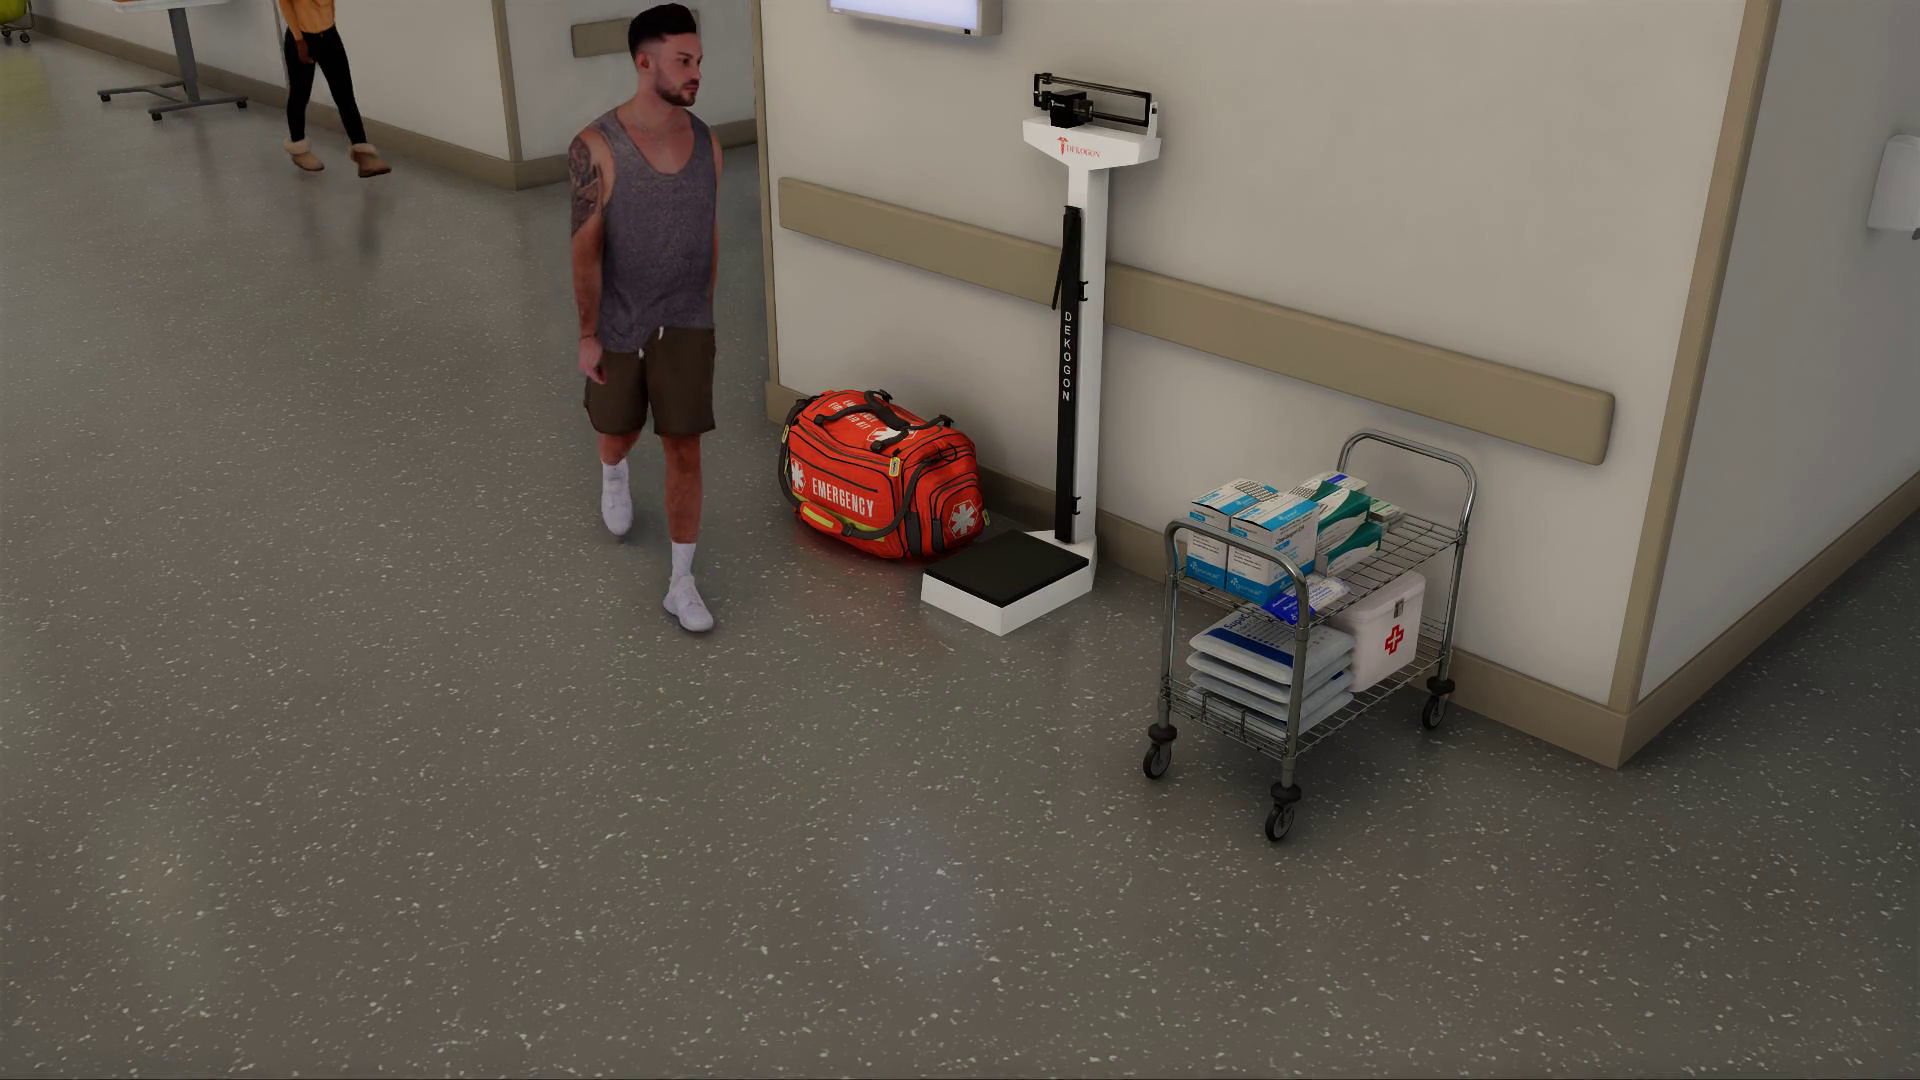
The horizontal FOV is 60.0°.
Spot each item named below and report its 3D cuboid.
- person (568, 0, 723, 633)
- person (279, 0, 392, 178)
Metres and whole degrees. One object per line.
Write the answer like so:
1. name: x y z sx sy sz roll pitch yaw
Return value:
1. person: -0.962 -0.672 5.035 0.956 1.800 1.269 -9 27 -18
2. person: -3.906 -2.961 9.897 1.128 1.616 0.676 19 31 34
